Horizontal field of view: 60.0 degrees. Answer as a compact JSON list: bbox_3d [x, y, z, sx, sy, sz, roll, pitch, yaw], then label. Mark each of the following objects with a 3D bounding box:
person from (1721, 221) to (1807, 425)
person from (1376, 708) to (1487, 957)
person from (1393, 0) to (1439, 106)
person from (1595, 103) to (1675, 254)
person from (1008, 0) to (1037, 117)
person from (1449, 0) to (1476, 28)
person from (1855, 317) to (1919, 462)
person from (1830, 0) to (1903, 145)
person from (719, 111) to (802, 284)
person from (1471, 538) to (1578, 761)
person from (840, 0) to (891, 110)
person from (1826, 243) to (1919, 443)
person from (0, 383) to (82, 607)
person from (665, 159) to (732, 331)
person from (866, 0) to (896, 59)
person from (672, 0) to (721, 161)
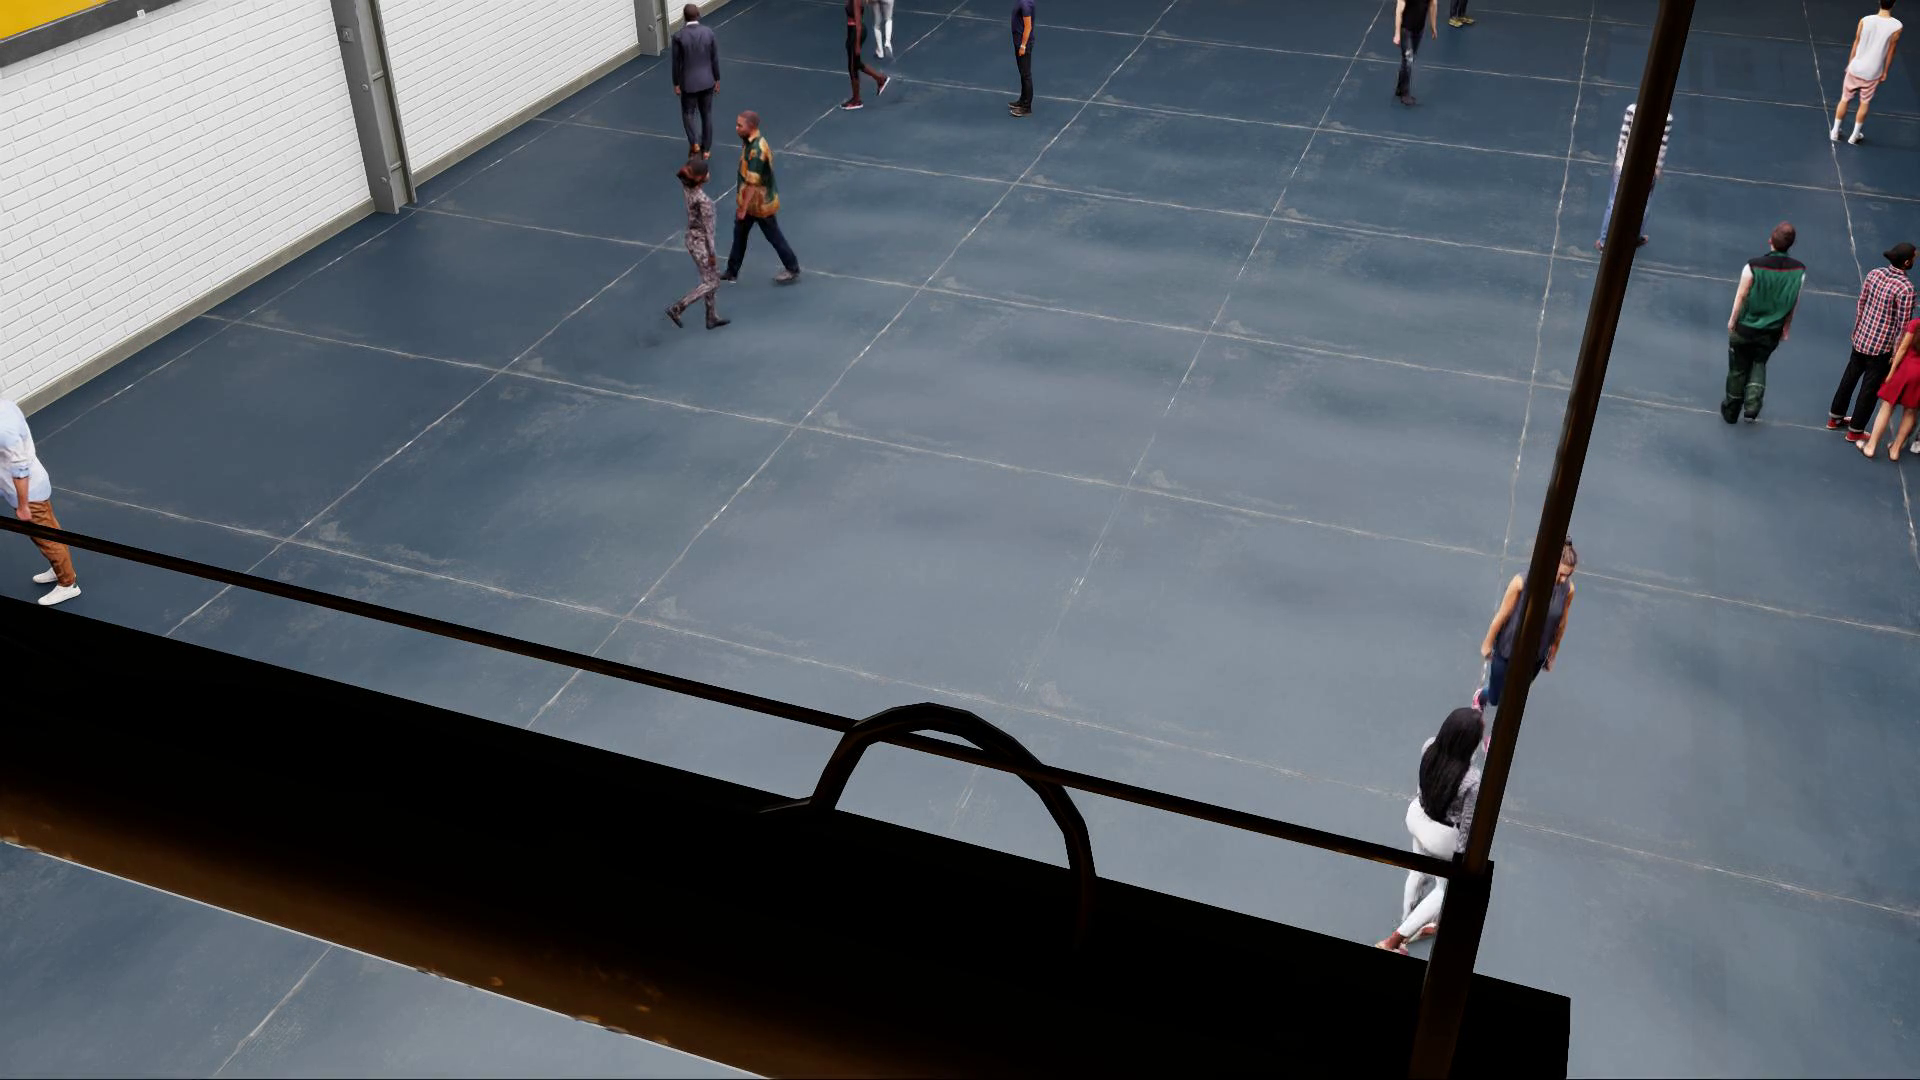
[{"bbox_3d":[6.726,-1.771,13.994,0.701,1.833,0.765,6,34,9],"label":"person"},{"bbox_3d":[2.509,1.627,8.995,0.940,1.708,0.875,-18,38,-25],"label":"person"},{"bbox_3d":[5.688,-6.450,21.016,0.983,1.852,1.043,-21,39,-28],"label":"person"},{"bbox_3d":[6.930,-3.827,17.090,0.756,1.829,0.869,17,37,24],"label":"person"},{"bbox_3d":[0.801,-6.209,20.706,0.772,1.793,0.622,-3,34,-4],"label":"person"},{"bbox_3d":[7.321,-8.317,23.890,0.662,1.779,0.773,-23,40,-31],"label":"person"},{"bbox_3d":[7.834,-1.366,13.640,0.624,1.550,0.669,4,34,6],"label":"person"},{"bbox_3d":[10.822,-5.649,19.873,0.666,1.784,0.629,19,38,26],"label":"person"},{"bbox_3d":[-1.906,-3.333,16.413,1.213,1.756,1.200,-12,35,-17],"label":"person"},{"bbox_3d":[3.524,0.651,10.460,0.733,1.712,0.831,5,34,7],"label":"person"},{"bbox_3d":[-1.205,-6.304,20.896,0.956,1.743,0.952,-9,35,-14],"label":"person"},{"bbox_3d":[7.665,-1.665,13.899,0.847,1.761,0.760,-10,35,-15],"label":"person"},{"bbox_3d":[-6.705,-0.395,11.929,0.808,1.827,0.764,-16,37,-23],"label":"person"},{"bbox_3d":[-2.491,-2.708,15.524,0.986,1.699,0.903,-17,37,-23],"label":"person"},{"bbox_3d":[-1.058,-7.347,22.509,0.782,1.693,0.900,-5,34,-7],"label":"person"},{"bbox_3d":[-3.037,-5.264,19.266,0.850,1.813,0.880,-8,34,-11],"label":"person"}]
